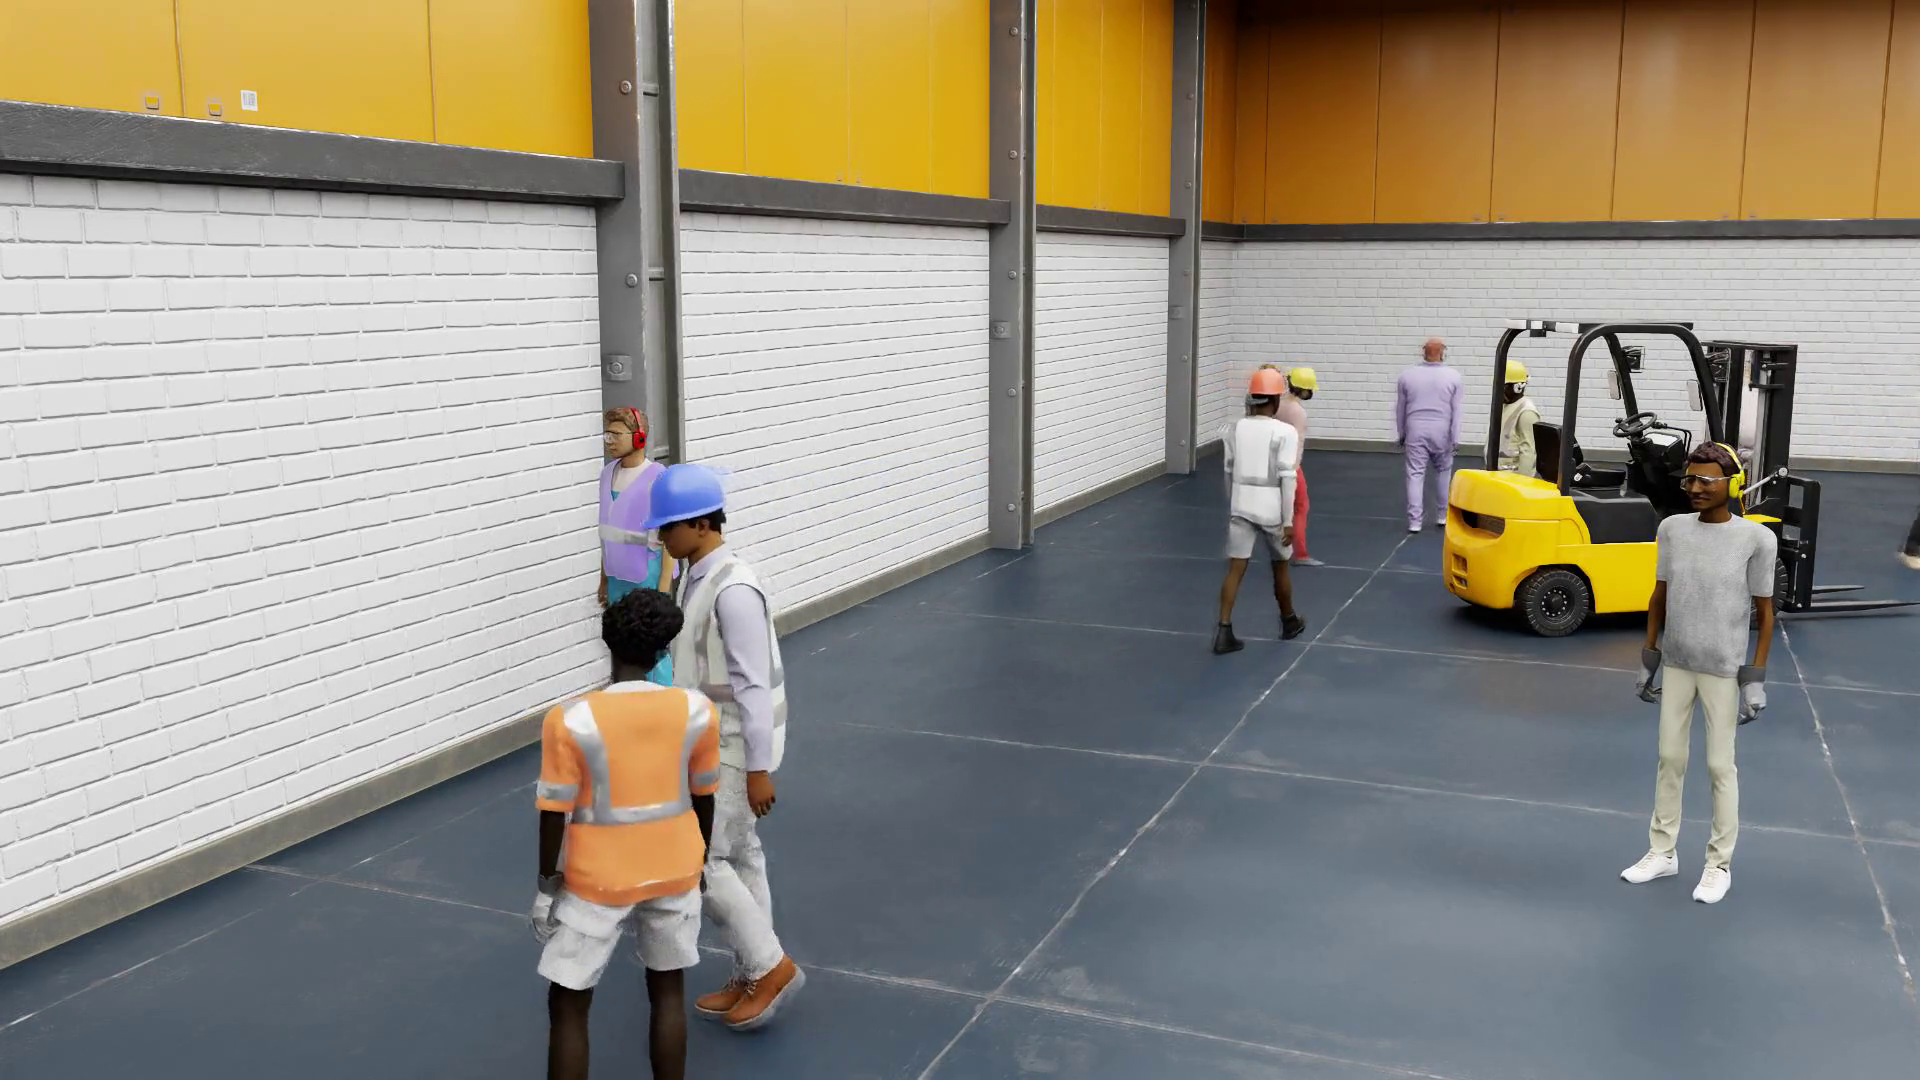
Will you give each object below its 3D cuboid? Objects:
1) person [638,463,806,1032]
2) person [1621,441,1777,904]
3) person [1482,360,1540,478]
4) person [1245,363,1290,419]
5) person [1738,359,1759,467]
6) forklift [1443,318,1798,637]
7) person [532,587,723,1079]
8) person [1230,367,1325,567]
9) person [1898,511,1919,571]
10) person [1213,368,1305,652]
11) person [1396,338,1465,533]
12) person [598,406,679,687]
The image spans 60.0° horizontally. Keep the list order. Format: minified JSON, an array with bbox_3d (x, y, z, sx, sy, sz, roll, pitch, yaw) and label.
[{"bbox_3d":[-0.813,0.696,5.588,0.471,1.921,0.636,-3,10,-18],"label":"person"},{"bbox_3d":[3.009,0.533,6.759,0.316,1.860,0.531,-8,12,-40],"label":"person"},{"bbox_3d":[4.368,-0.518,13.228,0.404,1.826,0.594,0,9,-1],"label":"person"},{"bbox_3d":[3.071,-0.947,16.479,0.504,1.615,0.564,6,11,33],"label":"person"},{"bbox_3d":[7.040,-0.826,14.963,0.682,1.867,0.839,2,9,9],"label":"person"},{"bbox_3d":[4.706,-0.497,11.990,2.313,2.155,1.214,-2,10,-10],"label":"forklift"},{"bbox_3d":[-0.996,0.972,4.706,0.725,1.659,0.320,-6,11,-33],"label":"person"},{"bbox_3d":[2.688,-0.621,14.180,0.757,1.722,0.569,-3,10,-18],"label":"person"},{"bbox_3d":[8.212,-0.564,13.673,0.509,1.791,1.026,-1,9,-6],"label":"person"},{"bbox_3d":[2.020,-0.206,11.178,0.575,1.883,1.012,7,12,36],"label":"person"},{"bbox_3d":[4.581,-1.023,16.185,0.651,1.864,0.934,4,10,24],"label":"person"},{"bbox_3d":[-1.679,0.222,8.681,0.563,1.847,0.389,8,12,41],"label":"person"}]
